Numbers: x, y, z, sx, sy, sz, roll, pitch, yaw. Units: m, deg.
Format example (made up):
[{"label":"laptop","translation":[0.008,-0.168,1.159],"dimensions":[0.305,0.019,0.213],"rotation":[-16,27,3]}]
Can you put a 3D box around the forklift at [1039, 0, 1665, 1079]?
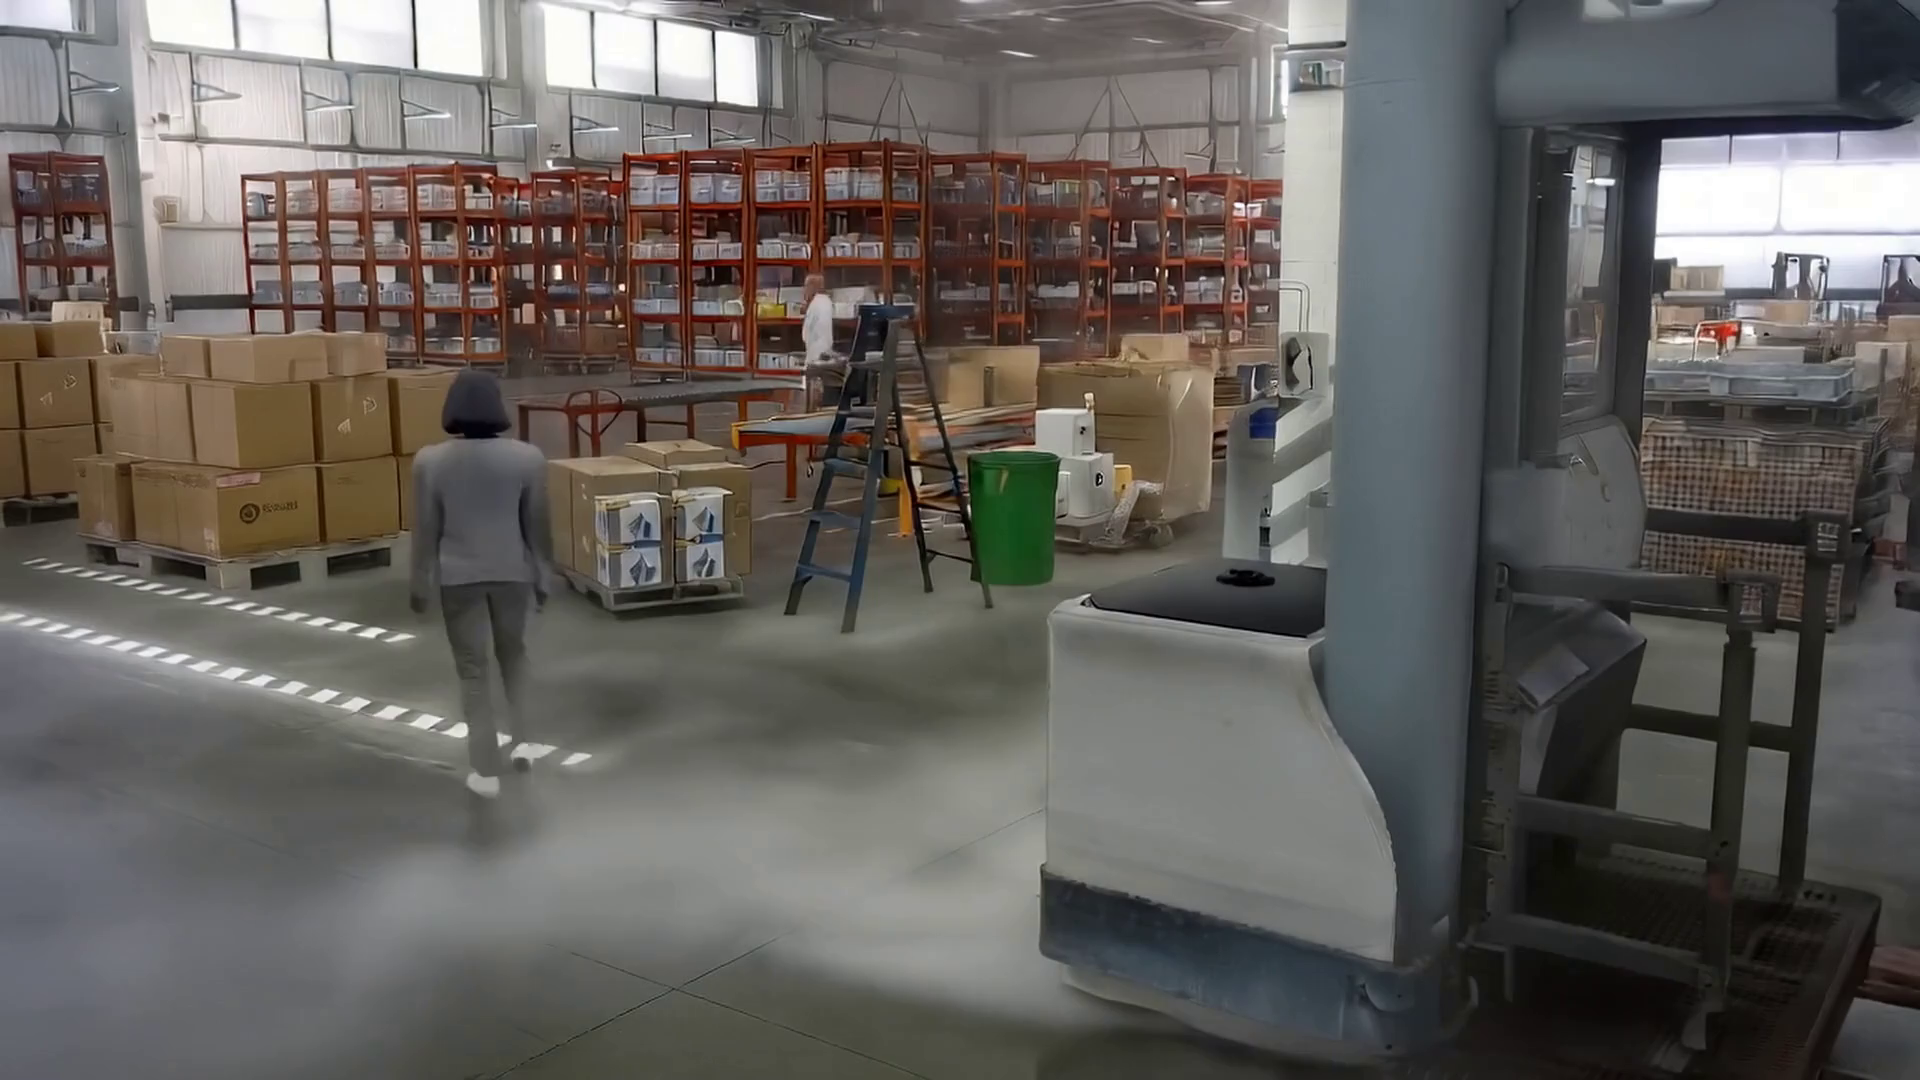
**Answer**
[{"label":"forklift","translation":[1.249,-0.137,4.360],"dimensions":[1.873,2.768,1.129],"rotation":[7,12,35]}]

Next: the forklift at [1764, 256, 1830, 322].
[{"label":"forklift","translation":[20.253,-5.854,40.139],"dimensions":[1.157,1.987,2.680],"rotation":[7,12,35]}]

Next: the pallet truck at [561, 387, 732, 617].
[{"label":"pallet truck","translation":[-1.981,-0.274,10.088],"dimensions":[0.680,1.201,1.601],"rotation":[-5,11,-28]}]

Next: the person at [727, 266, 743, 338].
[{"label":"person","translation":[-4.218,-4.140,30.967],"dimensions":[0.786,1.946,0.656],"rotation":[-1,10,-5]}]

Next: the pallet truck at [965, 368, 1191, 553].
[{"label":"pallet truck","translation":[0.845,-0.609,11.869],"dimensions":[1.630,1.274,0.653],"rotation":[7,12,35]}]

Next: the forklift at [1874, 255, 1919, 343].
[{"label":"forklift","translation":[22.089,-5.634,38.796],"dimensions":[1.157,1.987,2.680],"rotation":[6,11,33]}]

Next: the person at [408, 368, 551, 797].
[{"label":"person","translation":[-1.827,0.163,6.322],"dimensions":[0.508,1.622,0.397],"rotation":[-6,11,-33]}]

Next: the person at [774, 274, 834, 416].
[{"label":"person","translation":[-1.906,-2.490,21.432],"dimensions":[1.000,1.848,0.664],"rotation":[-1,10,-4]}]
